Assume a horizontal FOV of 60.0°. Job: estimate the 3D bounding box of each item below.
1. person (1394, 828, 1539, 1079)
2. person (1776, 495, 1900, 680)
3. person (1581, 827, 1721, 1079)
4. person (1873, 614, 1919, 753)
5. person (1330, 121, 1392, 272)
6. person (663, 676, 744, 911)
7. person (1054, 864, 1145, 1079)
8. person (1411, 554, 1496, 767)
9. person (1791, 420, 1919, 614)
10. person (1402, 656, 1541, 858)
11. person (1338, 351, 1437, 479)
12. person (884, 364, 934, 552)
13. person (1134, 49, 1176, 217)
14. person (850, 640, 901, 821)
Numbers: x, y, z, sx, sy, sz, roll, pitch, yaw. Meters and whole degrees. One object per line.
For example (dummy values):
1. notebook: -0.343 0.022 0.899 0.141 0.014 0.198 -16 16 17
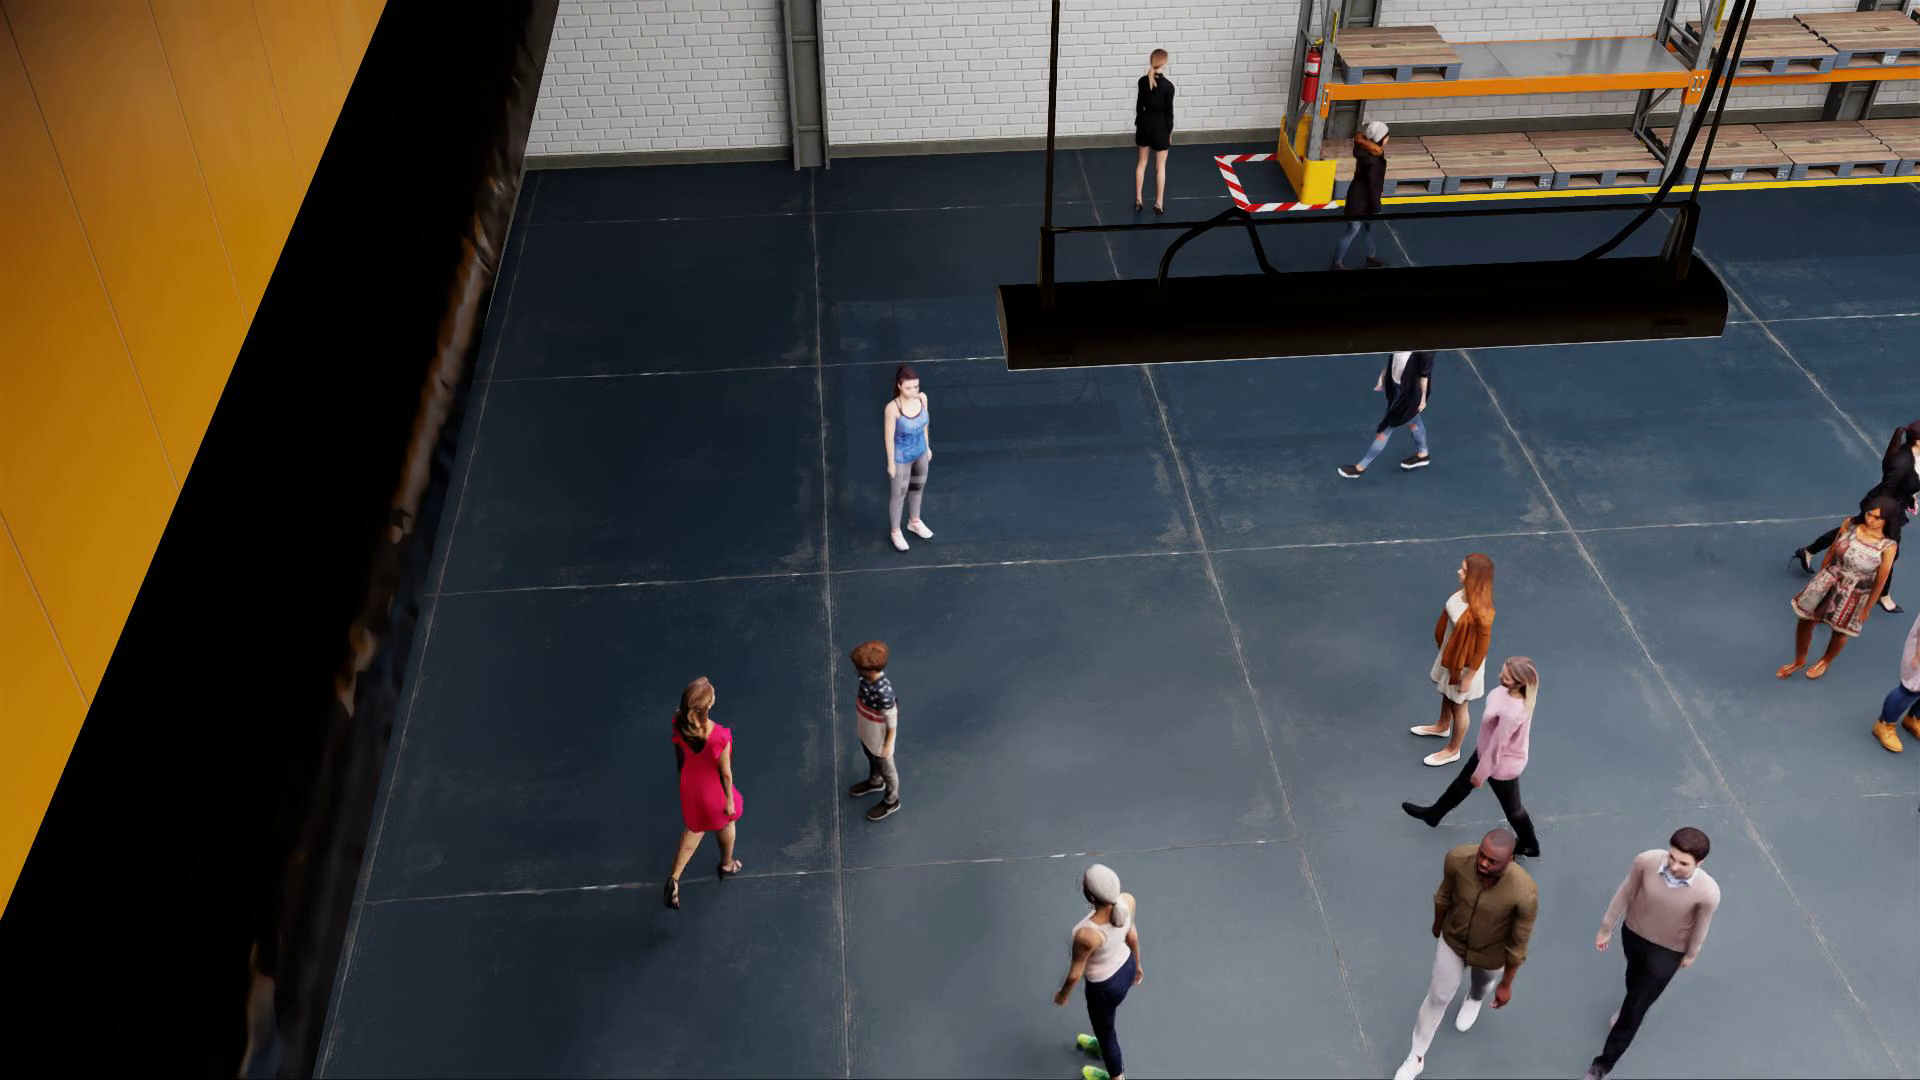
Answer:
1. person: 2.878 2.184 9.152 1.199 1.790 1.231 25 45 28
2. person: 6.246 0.313 11.623 0.866 1.629 0.808 -23 44 -26
3. person: 3.860 2.168 9.190 1.193 1.768 1.069 -31 48 -33
4. person: 6.532 0.688 11.062 0.662 1.743 0.809 -13 40 -15
5. person: 3.838 -3.308 16.169 0.891 1.614 0.735 5 39 6
6. person: -1.576 1.559 10.003 0.940 1.705 0.929 20 43 23
7. person: 0.796 2.391 8.970 0.796 1.692 0.741 24 44 27
8. person: 3.315 0.771 10.977 0.547 1.720 0.620 -3 39 -3
9. person: 6.740 -0.237 12.319 1.149 1.621 1.029 23 44 26
10. person: 3.438 1.388 10.274 1.209 1.634 0.950 15 41 18
11. person: 3.704 -1.207 13.524 1.156 1.633 0.787 -10 40 -13
12. person: -0.398 -0.652 12.848 0.624 1.609 0.709 -29 47 -31
13. person: 1.998 -4.204 17.169 0.622 1.768 0.713 19 42 22
14. person: -0.534 1.186 10.683 0.580 1.438 0.582 -18 42 -21
